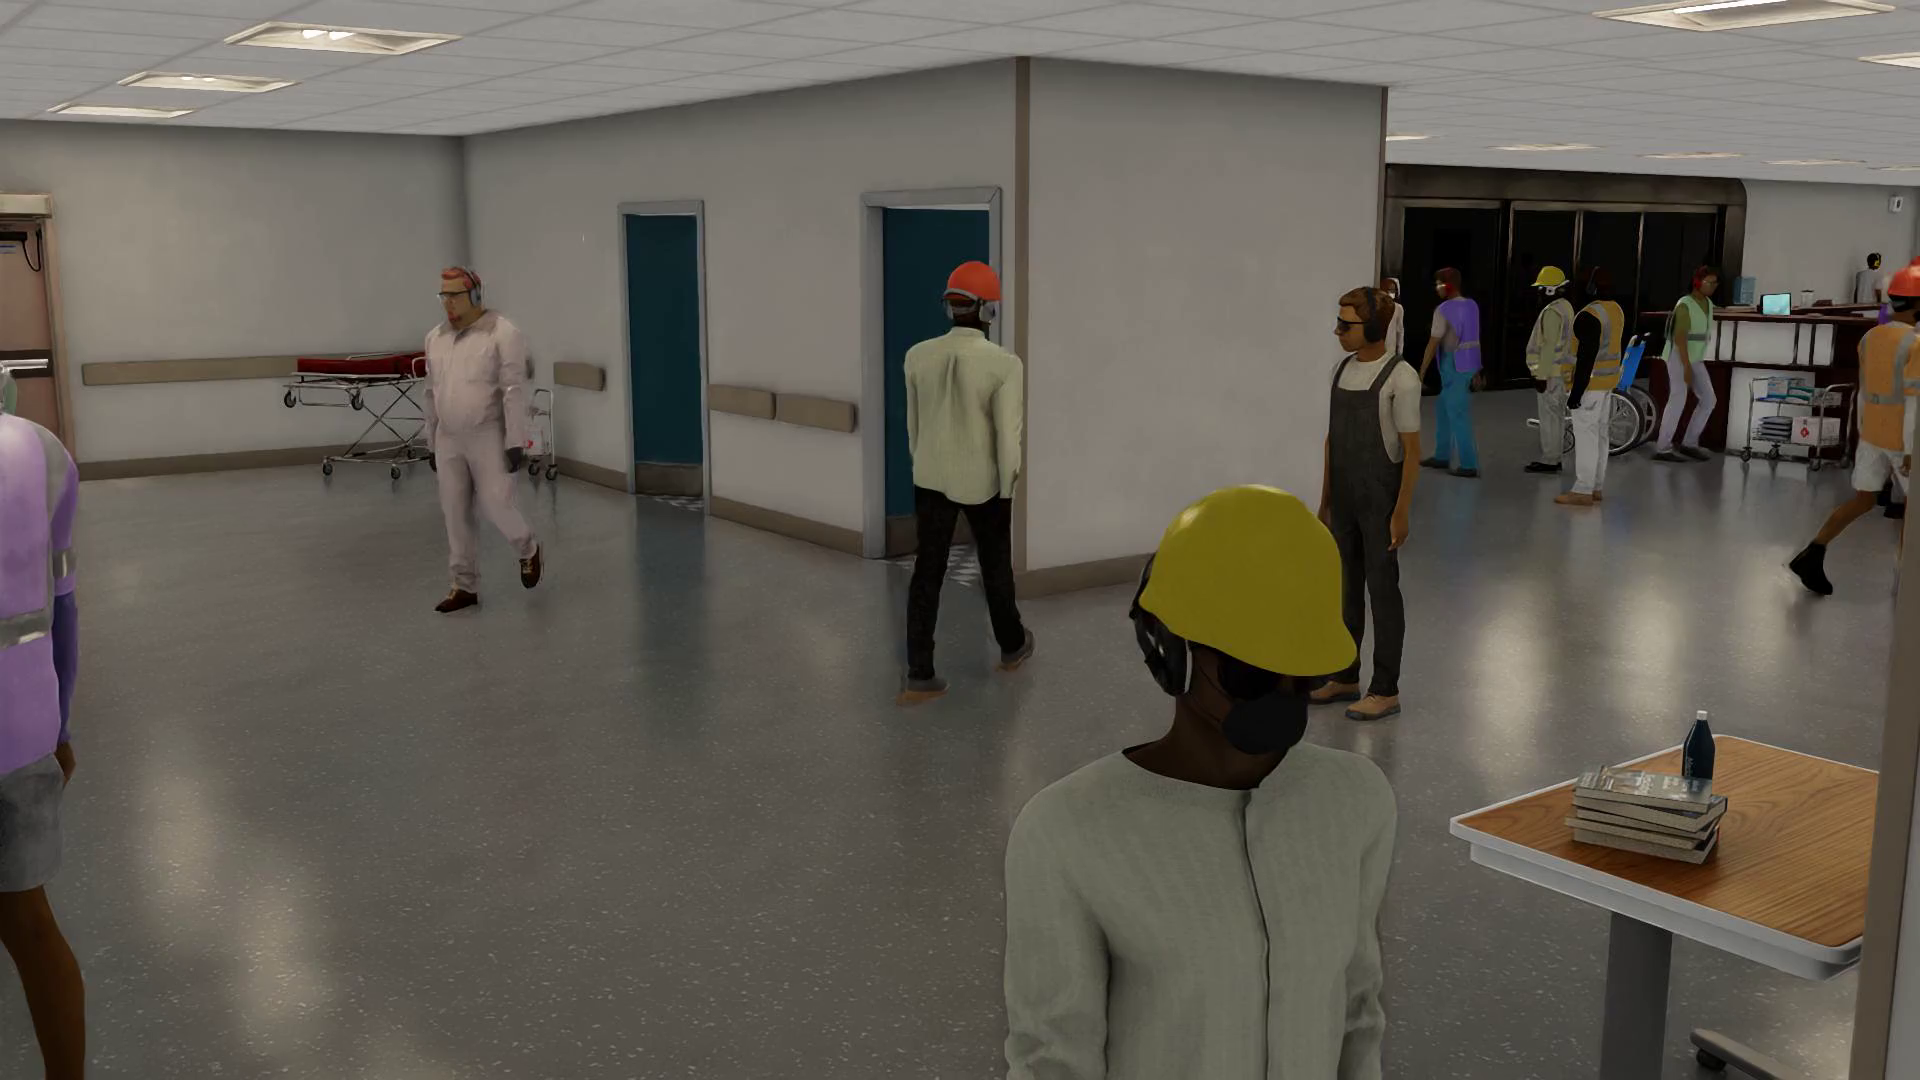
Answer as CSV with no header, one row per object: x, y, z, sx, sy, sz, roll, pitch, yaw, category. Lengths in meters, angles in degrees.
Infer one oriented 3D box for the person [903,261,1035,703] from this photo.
0.030,-0.282,7.549,0.609,1.940,1.030,4,11,22,person

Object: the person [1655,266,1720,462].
6.756,-1.609,15.330,0.652,1.814,0.596,-9,14,-41,person

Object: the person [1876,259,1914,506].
7.305,-1.206,12.752,0.542,1.930,0.366,6,12,32,person

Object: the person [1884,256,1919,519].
7.032,-1.108,12.188,0.376,1.934,0.547,7,12,34,person

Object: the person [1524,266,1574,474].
5.195,-1.492,14.665,0.403,1.824,0.596,6,12,30,person

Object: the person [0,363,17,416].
-4.136,-0.132,6.763,0.604,1.921,0.804,-9,13,-41,person

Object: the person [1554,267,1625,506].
4.869,-1.187,12.895,0.429,1.844,0.622,8,13,38,person

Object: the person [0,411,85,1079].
-2.070,0.414,3.420,0.409,2.028,0.613,2,10,10,person

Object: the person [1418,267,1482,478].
4.210,-1.454,14.478,0.785,1.807,0.579,10,14,44,person

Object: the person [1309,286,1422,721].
1.729,-0.156,7.105,0.326,1.841,0.516,-6,12,-29,person

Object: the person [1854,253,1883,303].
15.469,-3.956,28.368,0.330,1.861,0.521,-4,11,-23,person

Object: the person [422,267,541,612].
-2.690,-0.569,9.277,0.662,1.891,0.642,3,11,18,person

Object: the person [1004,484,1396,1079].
0.293,0.806,1.949,0.523,1.765,0.316,-5,11,-26,person

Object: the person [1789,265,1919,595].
5.240,-0.602,9.443,0.887,1.912,0.547,-2,10,-9,person
